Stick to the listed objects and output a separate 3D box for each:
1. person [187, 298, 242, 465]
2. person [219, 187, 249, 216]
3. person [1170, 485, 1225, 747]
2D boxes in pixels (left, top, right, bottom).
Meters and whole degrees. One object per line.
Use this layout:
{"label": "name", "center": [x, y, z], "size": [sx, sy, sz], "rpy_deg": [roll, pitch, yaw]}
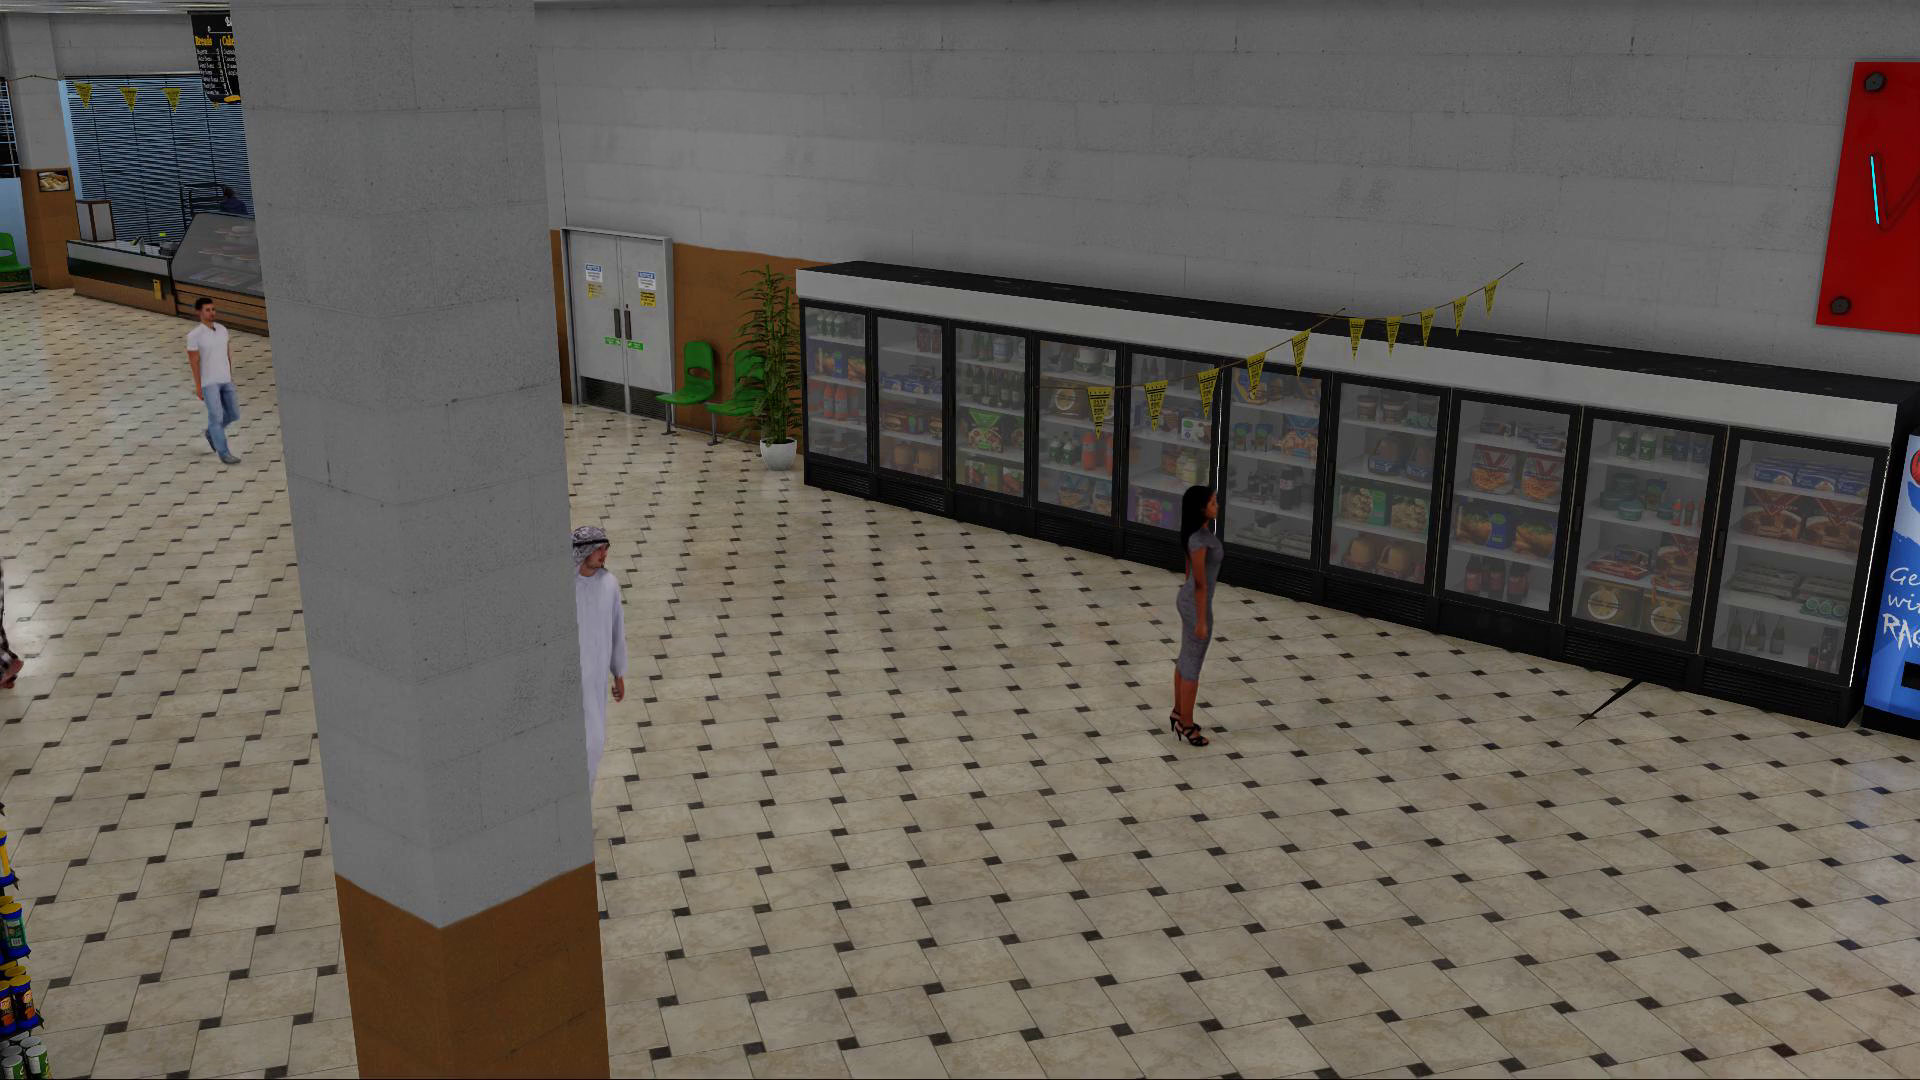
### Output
{"label": "person", "center": [-8.353, -1.776, 18.530], "size": [0.859, 1.849, 0.951], "rpy_deg": [9, 19, 27]}
{"label": "person", "center": [-14.063, -5.946, 32.305], "size": [0.670, 1.824, 0.810], "rpy_deg": [-9, 19, -27]}
{"label": "person", "center": [1.576, 0.495, 11.167], "size": [0.726, 1.781, 0.646], "rpy_deg": [1, 17, 2]}
